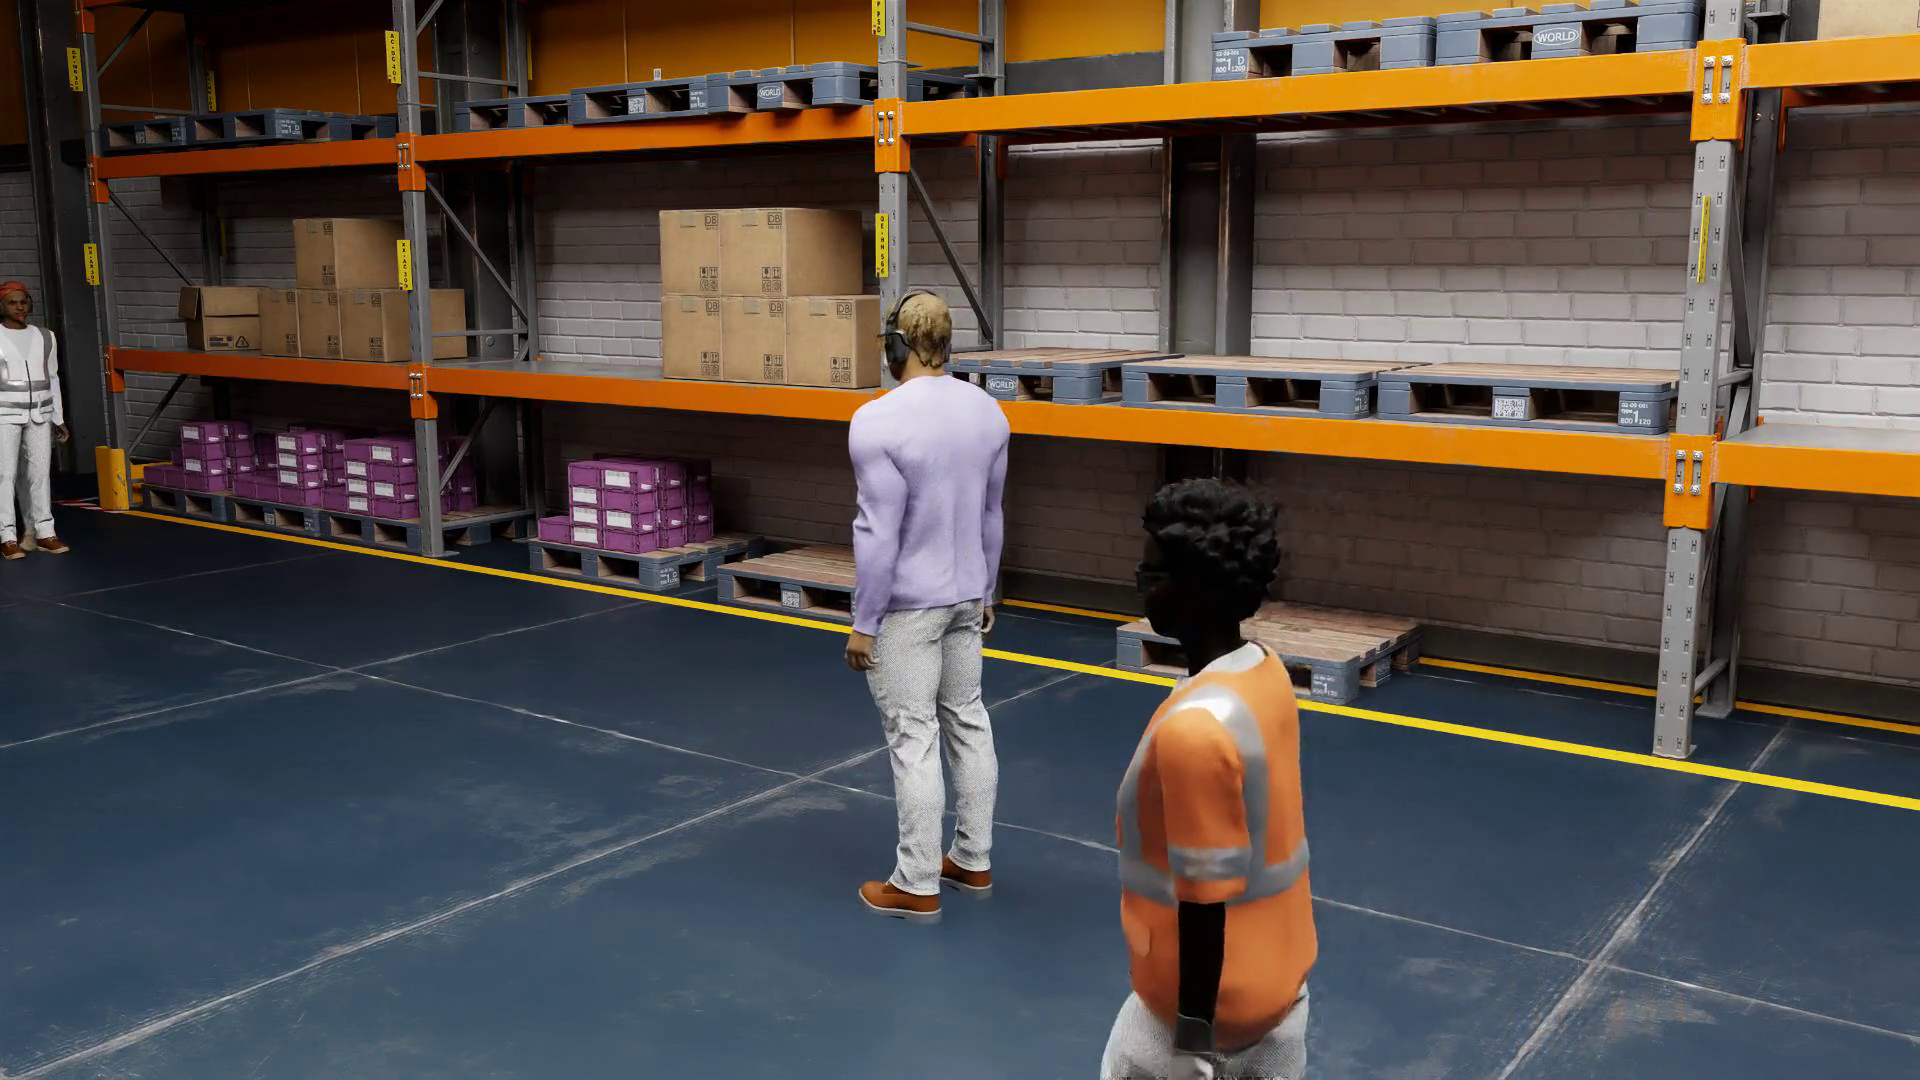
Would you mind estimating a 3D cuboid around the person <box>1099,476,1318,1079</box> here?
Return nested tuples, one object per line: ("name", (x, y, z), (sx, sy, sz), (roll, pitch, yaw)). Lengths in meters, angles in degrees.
("person", (0.339, 0.726, 2.821), (0.595, 1.681, 0.559), (5, 11, 25))

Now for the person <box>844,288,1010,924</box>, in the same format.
("person", (-0.103, 0.205, 5.124), (0.353, 1.937, 0.635), (8, 13, 41))

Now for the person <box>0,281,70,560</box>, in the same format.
("person", (-6.415, -0.818, 11.380), (0.355, 1.883, 0.573), (7, 12, 35))

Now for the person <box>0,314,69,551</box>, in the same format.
("person", (-6.710, -0.850, 11.834), (0.634, 1.808, 0.829), (-2, 10, -11))
